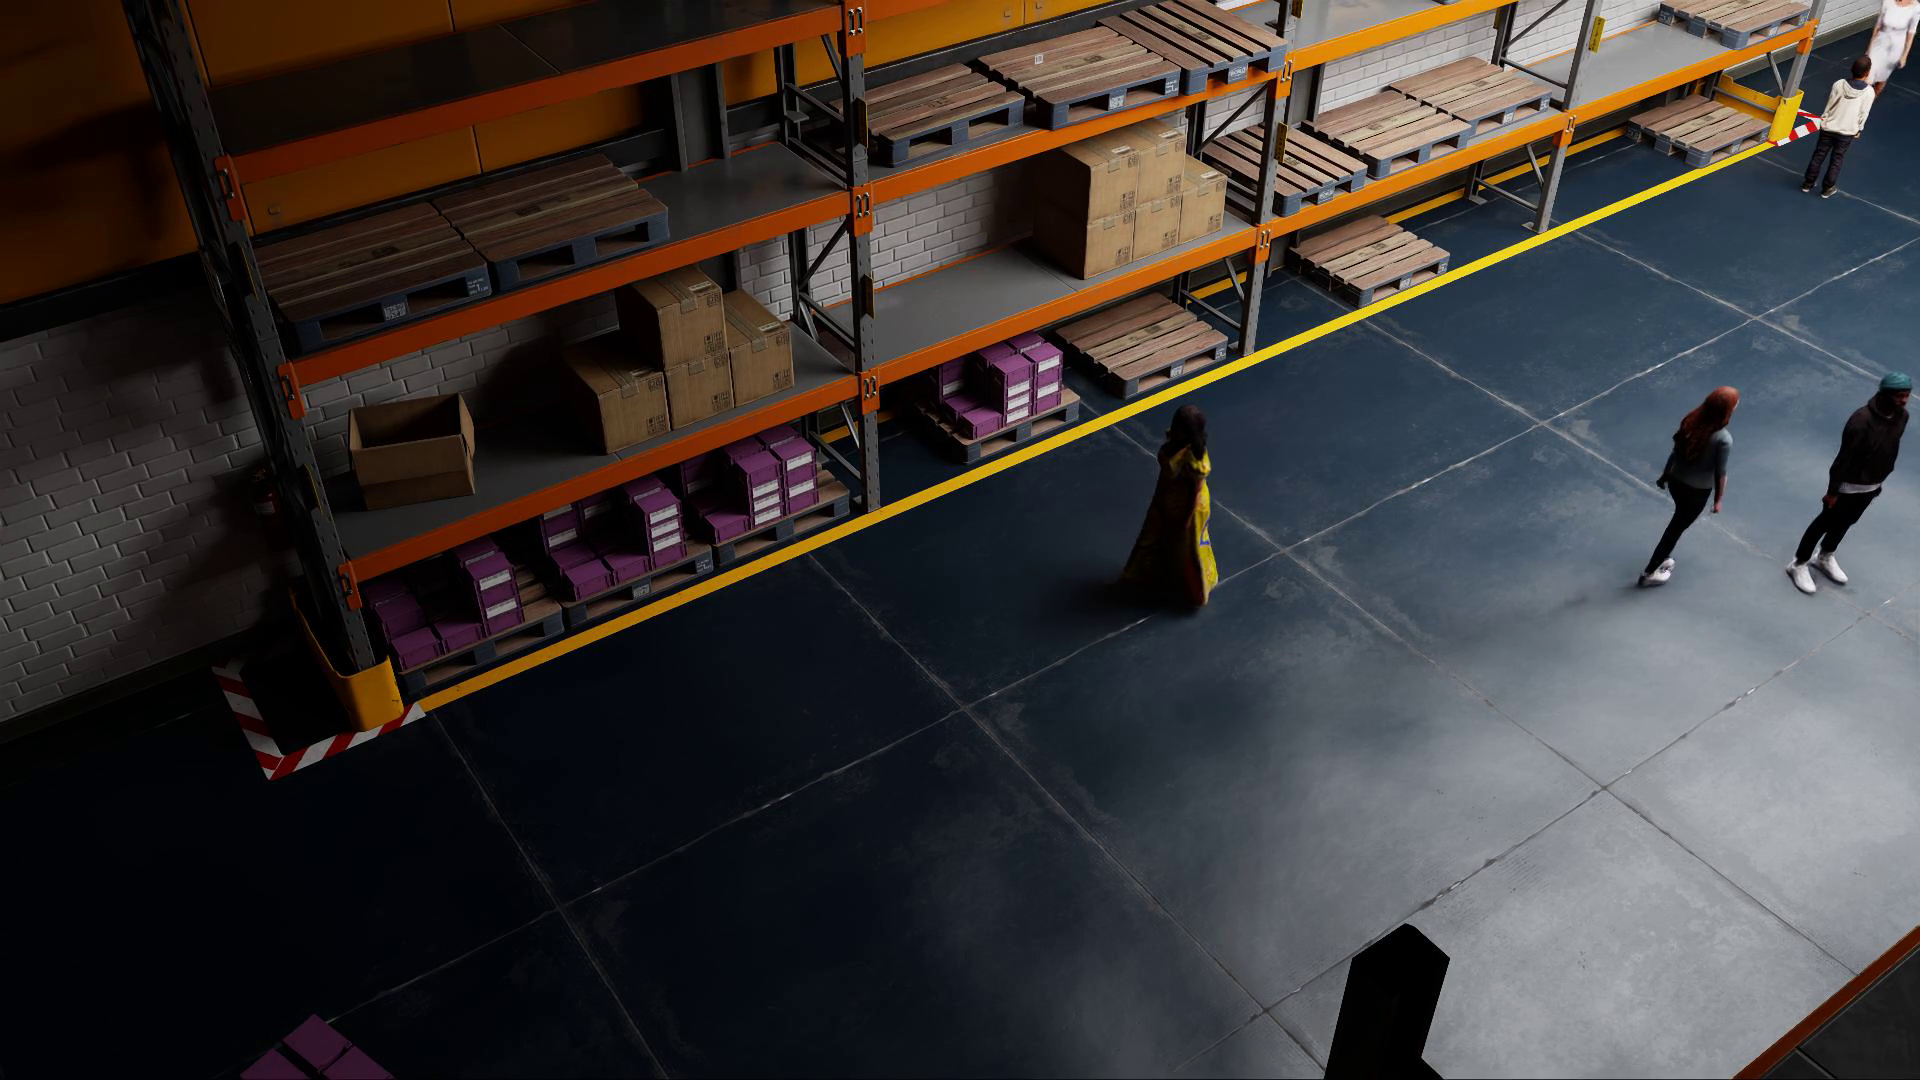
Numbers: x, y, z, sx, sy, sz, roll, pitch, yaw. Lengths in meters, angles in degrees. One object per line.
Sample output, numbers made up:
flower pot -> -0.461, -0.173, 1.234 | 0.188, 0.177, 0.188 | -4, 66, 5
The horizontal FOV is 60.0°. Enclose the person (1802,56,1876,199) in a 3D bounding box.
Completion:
person -> 8.988, -4.223, 16.999 | 0.625, 1.451, 0.596 | 26, 46, 29

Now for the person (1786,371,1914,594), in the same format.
person -> 6.446, -0.445, 11.975 | 0.594, 1.817, 0.785 | -13, 41, -16

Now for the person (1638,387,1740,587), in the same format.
person -> 5.148, -0.340, 11.913 | 0.668, 1.731, 0.668 | -15, 41, -18

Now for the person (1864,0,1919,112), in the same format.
person -> 10.159, -5.367, 18.224 | 0.900, 1.710, 1.144 | 19, 42, 22

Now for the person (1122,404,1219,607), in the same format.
person -> 1.607, -0.283, 11.892 | 1.045, 1.667, 0.965 | -12, 40, -14
